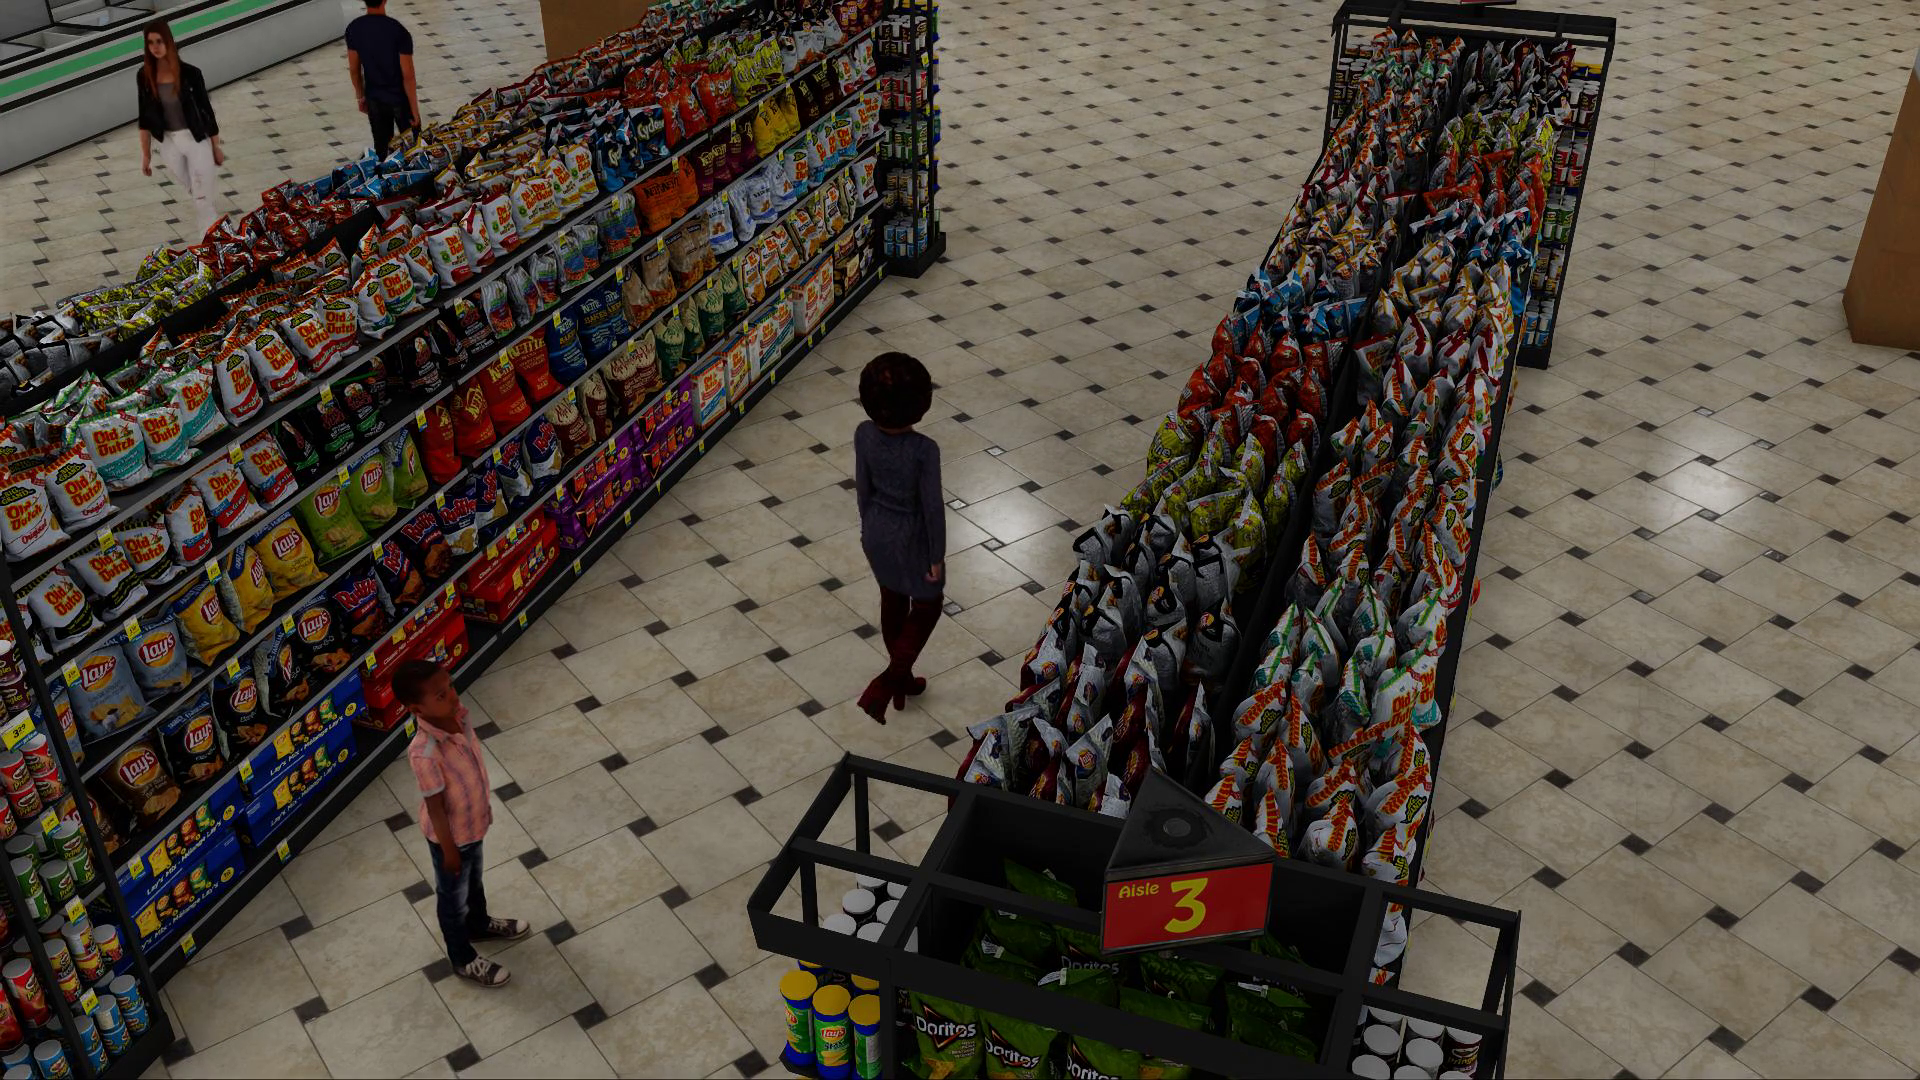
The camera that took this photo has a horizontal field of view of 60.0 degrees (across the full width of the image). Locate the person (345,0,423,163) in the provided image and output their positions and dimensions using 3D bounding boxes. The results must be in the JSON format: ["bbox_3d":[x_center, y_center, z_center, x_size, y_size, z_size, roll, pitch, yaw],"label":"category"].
[{"bbox_3d":[-4.071,-3.046,11.766,0.939,1.753,1.249,-1,32,-1],"label":"person"}]

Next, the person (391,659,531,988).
[{"bbox_3d":[-1.755,0.956,5.756,0.607,1.306,0.488,4,32,6],"label":"person"}]

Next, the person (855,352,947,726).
[{"bbox_3d":[-0.279,0.056,6.834,0.658,1.697,0.870,16,35,24],"label":"person"}]

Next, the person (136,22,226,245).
[{"bbox_3d":[-5.184,-2.638,11.190,0.856,1.668,1.159,0,32,0],"label":"person"}]
